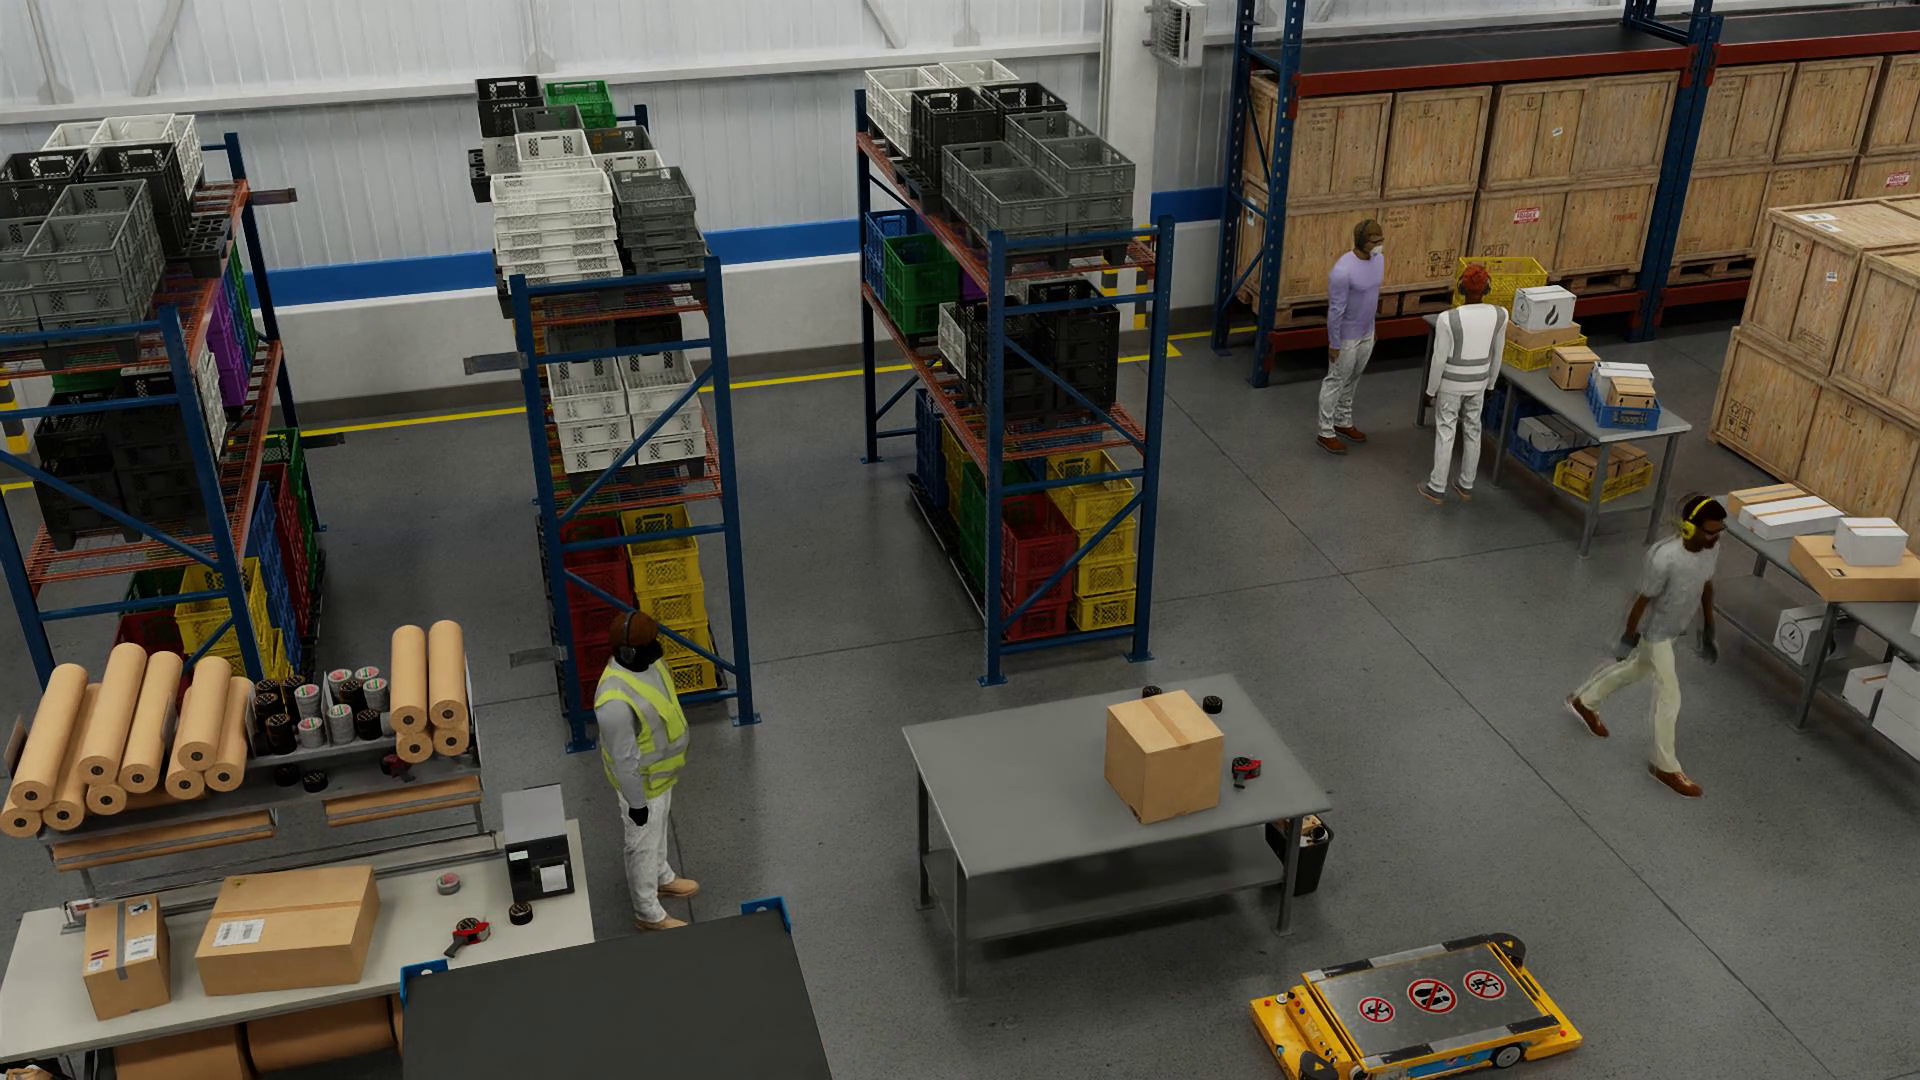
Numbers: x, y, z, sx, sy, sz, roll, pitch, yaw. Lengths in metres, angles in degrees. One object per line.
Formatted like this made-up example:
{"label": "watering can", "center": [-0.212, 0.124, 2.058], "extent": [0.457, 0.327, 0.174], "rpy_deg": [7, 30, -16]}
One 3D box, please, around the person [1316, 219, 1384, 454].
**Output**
{"label": "person", "center": [3.171, -1.658, 13.432], "extent": [0.356, 1.937, 0.638], "rpy_deg": [26, 38, 38]}

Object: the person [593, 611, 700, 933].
{"label": "person", "center": [-1.568, 1.163, 8.397], "extent": [0.429, 1.844, 0.625], "rpy_deg": [1, 29, 2]}

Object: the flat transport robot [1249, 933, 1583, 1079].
{"label": "flat transport robot", "center": [2.184, 2.282, 7.980], "extent": [1.431, 0.197, 0.652], "rpy_deg": [-8, 30, -14]}

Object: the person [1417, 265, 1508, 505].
{"label": "person", "center": [3.796, -1.169, 12.598], "extent": [0.576, 1.883, 0.354], "rpy_deg": [-6, 29, -10]}

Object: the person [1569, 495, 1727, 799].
{"label": "person", "center": [4.031, 0.510, 9.615], "extent": [0.497, 1.823, 0.965], "rpy_deg": [-20, 35, -32]}
